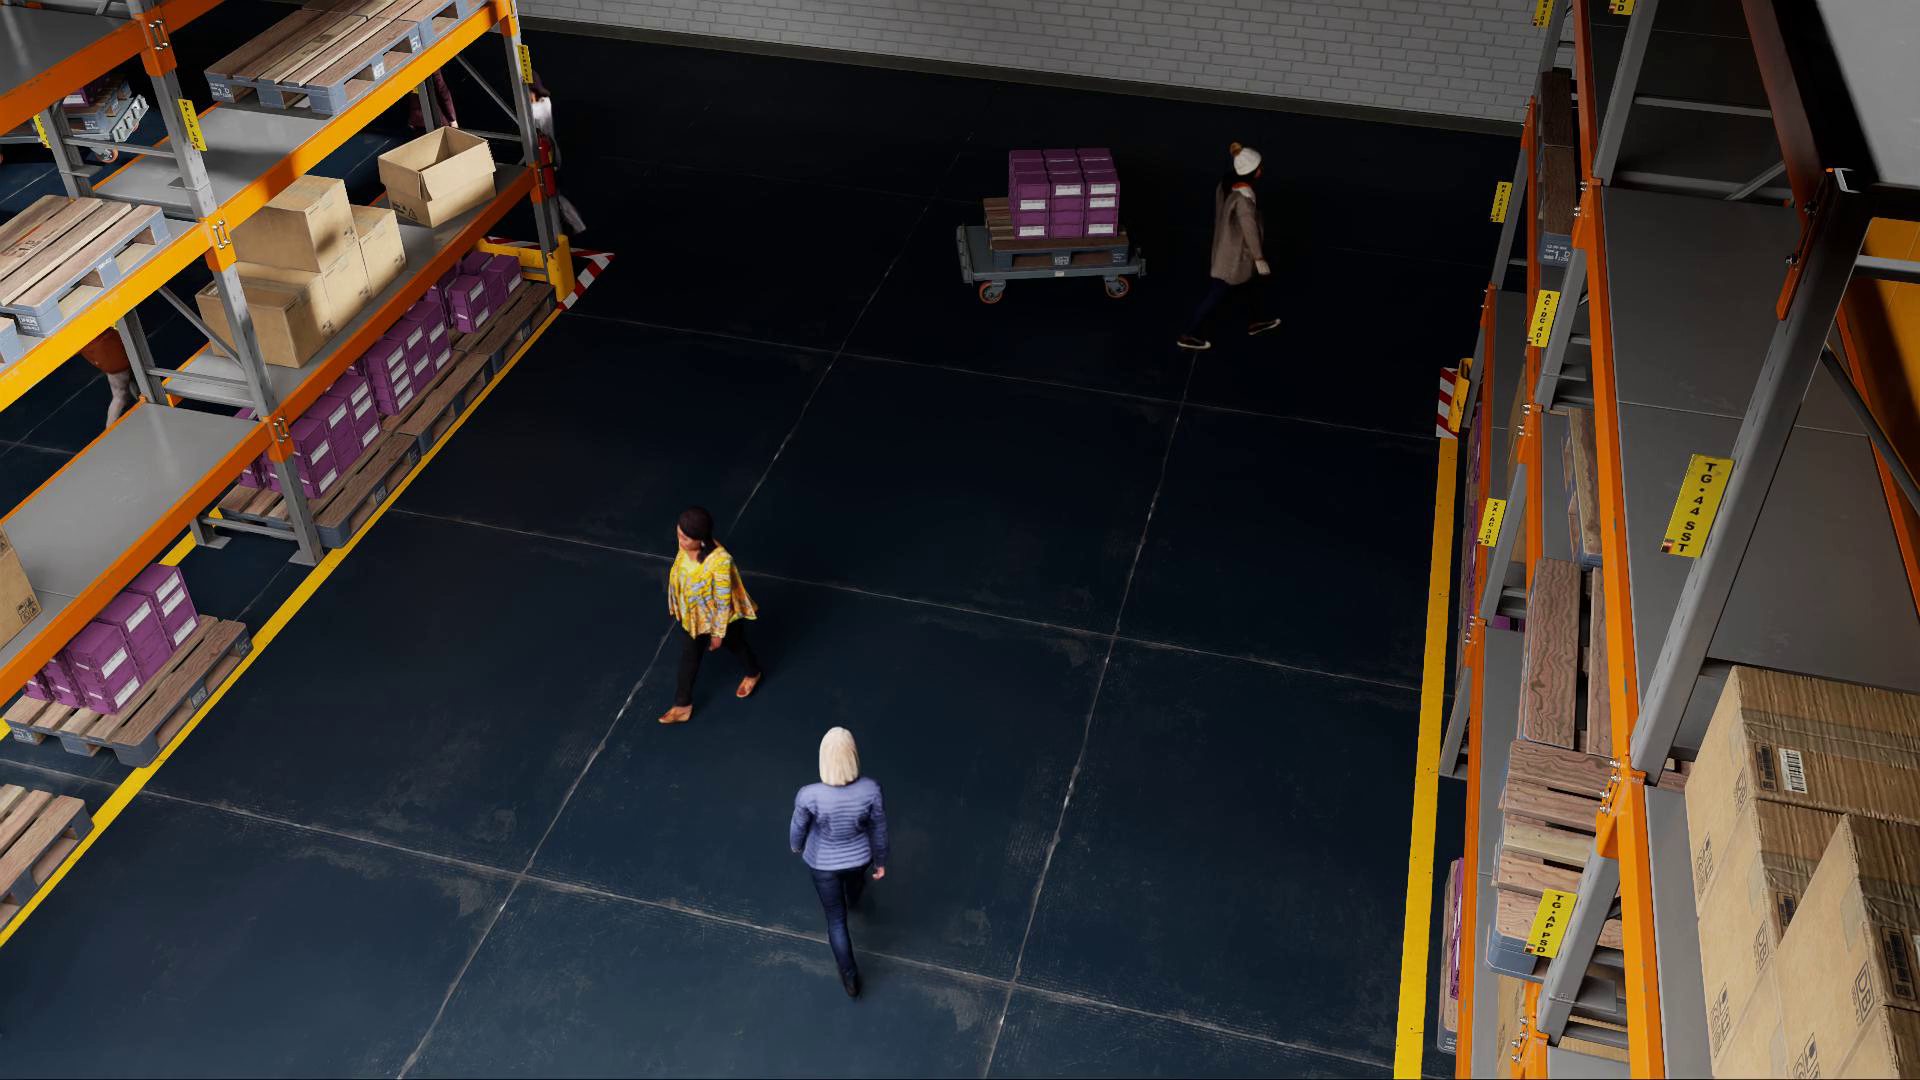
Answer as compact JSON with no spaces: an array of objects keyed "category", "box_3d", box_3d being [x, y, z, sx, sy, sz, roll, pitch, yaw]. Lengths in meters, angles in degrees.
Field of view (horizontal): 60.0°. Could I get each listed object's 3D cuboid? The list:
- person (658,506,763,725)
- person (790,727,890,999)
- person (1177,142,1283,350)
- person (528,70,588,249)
[{"category":"person","box_3d":[-1.498,0.435,10.536,0.968,1.613,1.140,28,47,31]},{"category":"person","box_3d":[-0.621,1.745,8.831,1.004,1.694,1.198,-9,40,-11]},{"category":"person","box_3d":[2.182,-2.409,13.914,1.026,1.842,1.211,-3,39,-3]},{"category":"person","box_3d":[-3.739,-3.463,15.296,0.648,1.765,0.629,9,40,12]}]
